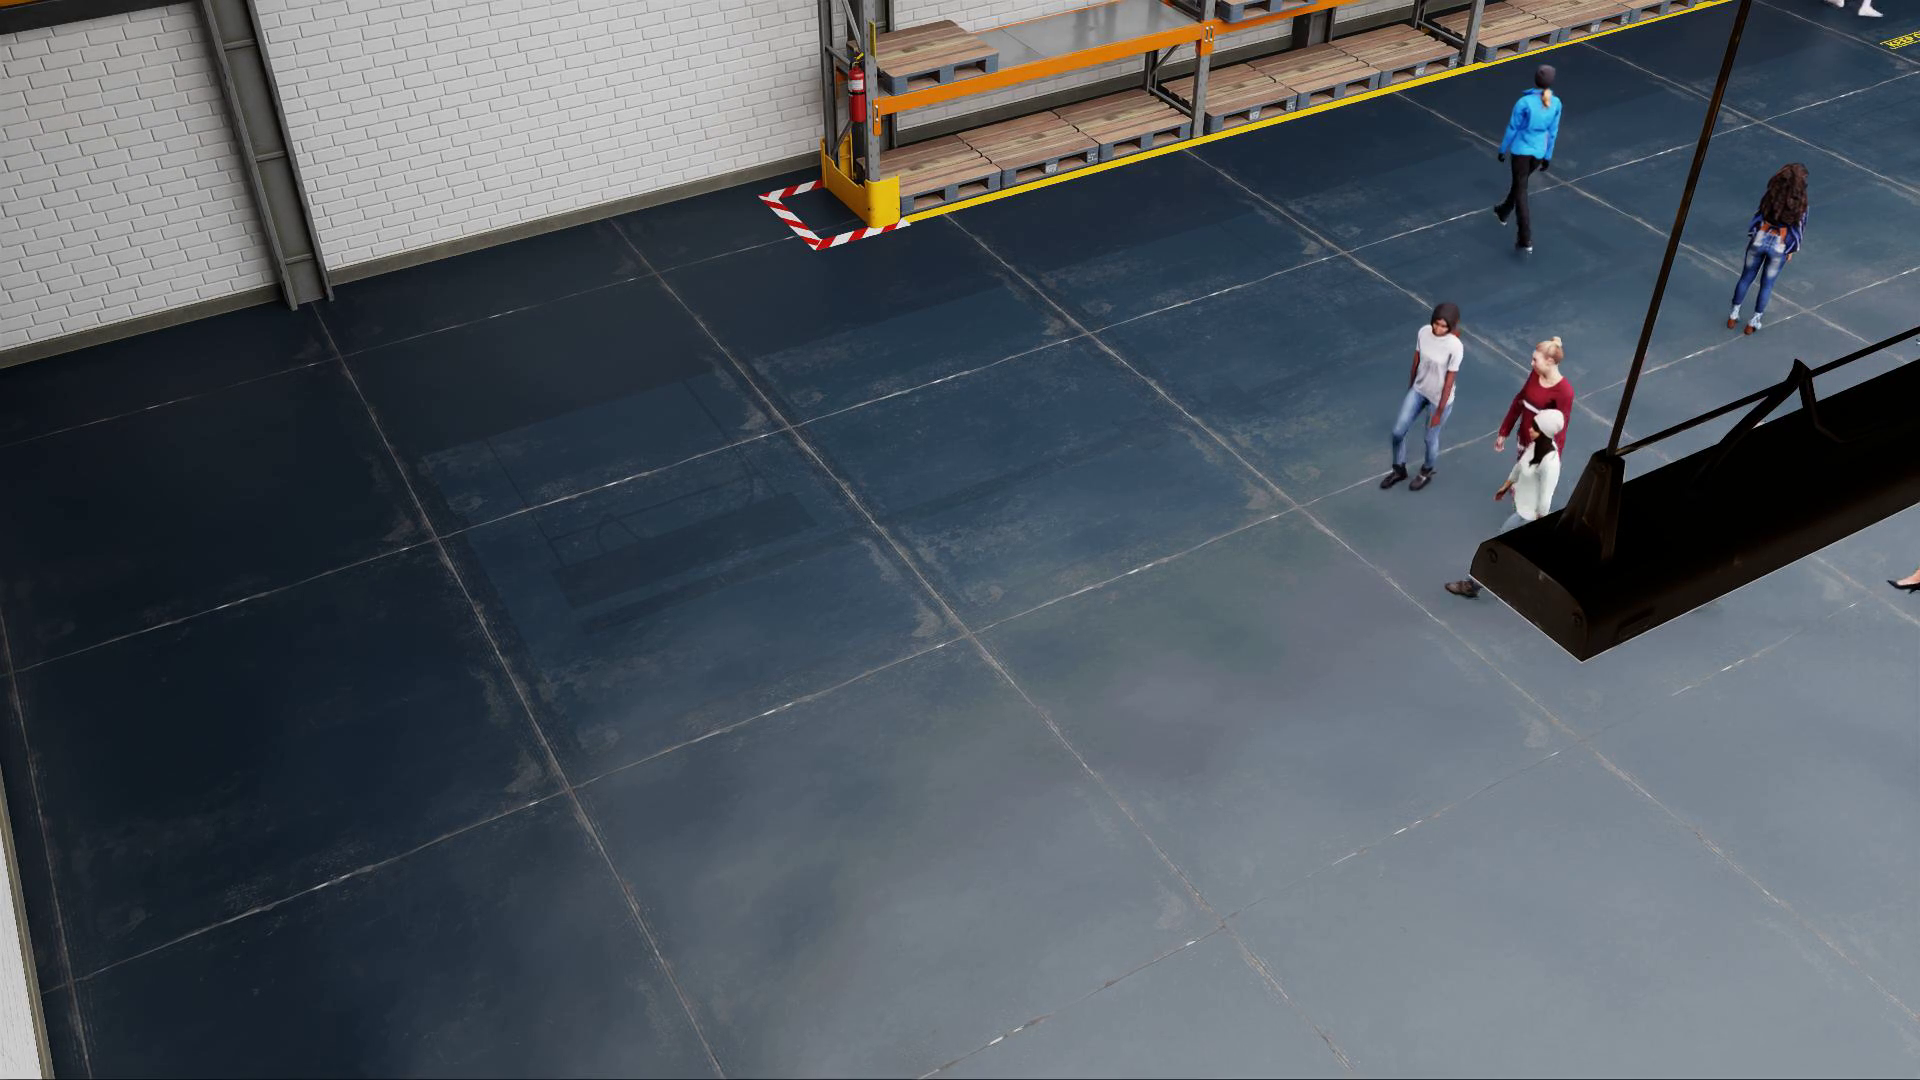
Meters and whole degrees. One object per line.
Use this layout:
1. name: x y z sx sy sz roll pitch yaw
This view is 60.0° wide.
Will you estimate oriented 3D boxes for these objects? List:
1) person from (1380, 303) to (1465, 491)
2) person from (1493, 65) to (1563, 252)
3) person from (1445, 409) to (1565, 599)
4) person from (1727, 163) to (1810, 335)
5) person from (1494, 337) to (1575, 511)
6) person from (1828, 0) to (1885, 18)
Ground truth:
1. person: 3.672 -1.115 12.800 0.721 1.702 0.654 -28 46 -31
2. person: 5.440 -3.599 15.872 1.238 1.749 1.063 -2 39 -3
3. person: 4.108 -0.232 11.762 1.052 1.616 0.942 6 39 8
4. person: 7.157 -2.592 14.714 0.681 1.622 0.669 27 46 29
5. person: 4.344 -0.735 12.355 0.703 1.662 0.711 -15 41 -18
6. person: 11.341 -7.489 20.732 0.999 1.762 0.647 30 47 32
